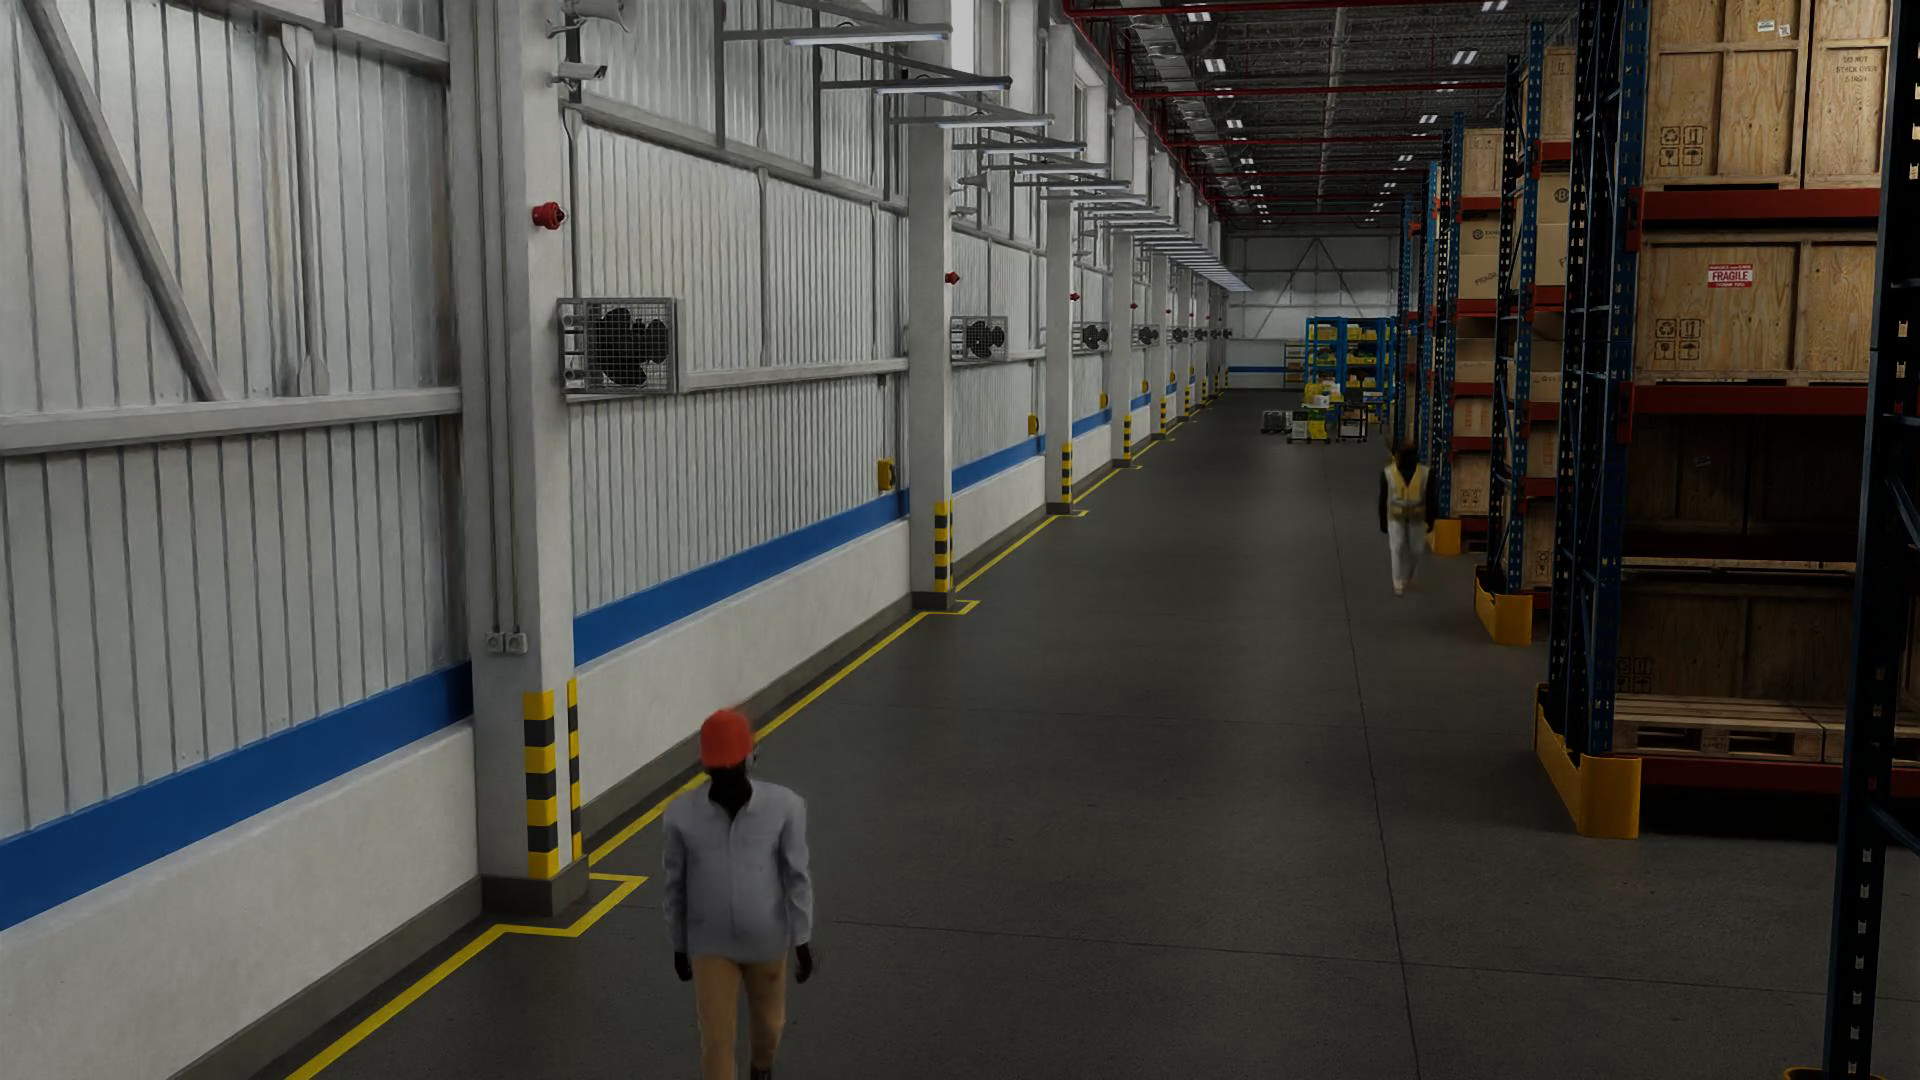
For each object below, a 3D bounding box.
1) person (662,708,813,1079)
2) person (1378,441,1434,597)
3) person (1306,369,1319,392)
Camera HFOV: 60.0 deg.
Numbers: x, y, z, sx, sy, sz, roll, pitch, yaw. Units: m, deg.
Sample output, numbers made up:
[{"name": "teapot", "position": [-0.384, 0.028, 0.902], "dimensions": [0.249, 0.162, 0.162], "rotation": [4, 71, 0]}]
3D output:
[{"name": "person", "position": [-0.840, 1.455, 6.306], "dimensions": [0.561, 1.729, 0.757], "rotation": [-1, 7, -8]}, {"name": "person", "position": [5.231, -0.247, 19.523], "dimensions": [0.648, 1.831, 0.441], "rotation": [1, 7, 10]}, {"name": "person", "position": [12.193, -4.994, 57.480], "dimensions": [0.563, 1.847, 0.390], "rotation": [-1, 7, -8]}]
